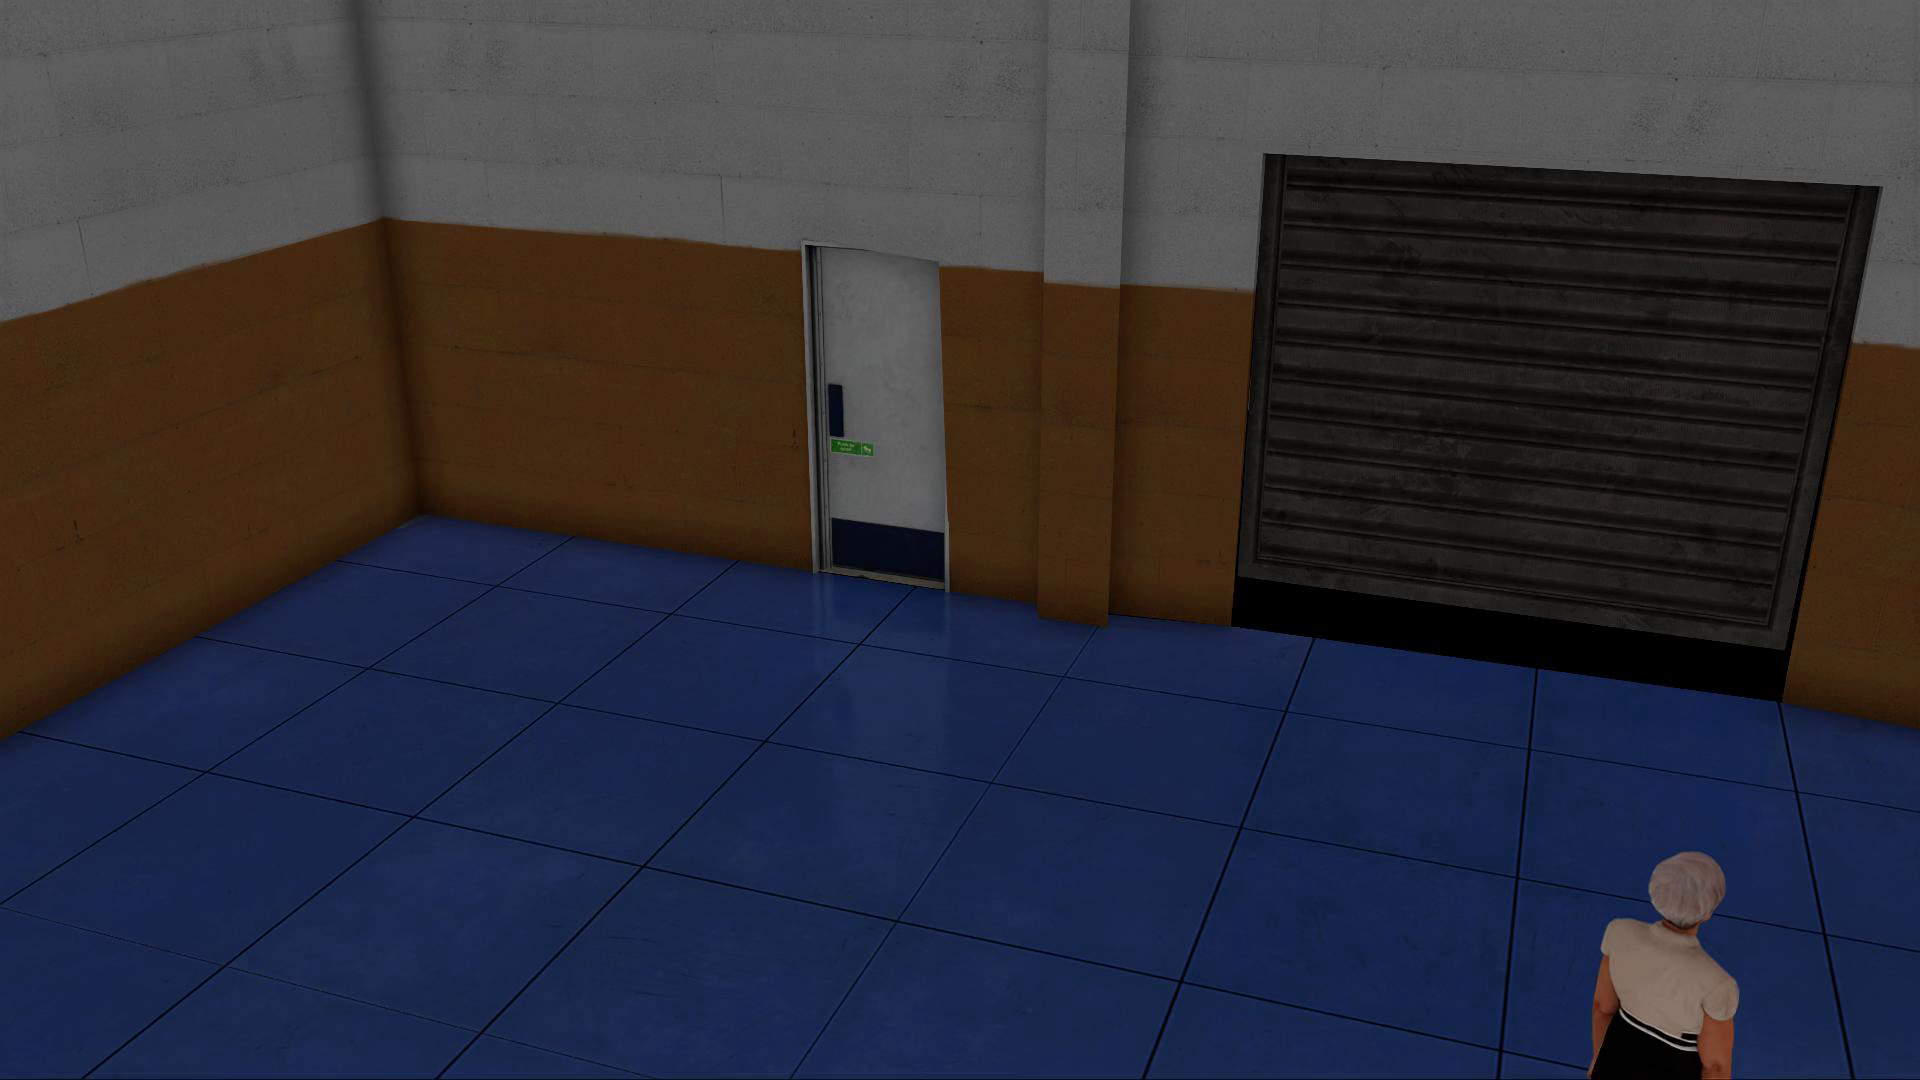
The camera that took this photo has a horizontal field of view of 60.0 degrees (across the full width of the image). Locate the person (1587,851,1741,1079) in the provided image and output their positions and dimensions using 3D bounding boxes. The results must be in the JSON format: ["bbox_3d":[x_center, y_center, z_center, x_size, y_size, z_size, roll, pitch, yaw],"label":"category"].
[{"bbox_3d":[2.190,1.761,5.284,0.773,1.756,0.667,-15,26,-32],"label":"person"}]
